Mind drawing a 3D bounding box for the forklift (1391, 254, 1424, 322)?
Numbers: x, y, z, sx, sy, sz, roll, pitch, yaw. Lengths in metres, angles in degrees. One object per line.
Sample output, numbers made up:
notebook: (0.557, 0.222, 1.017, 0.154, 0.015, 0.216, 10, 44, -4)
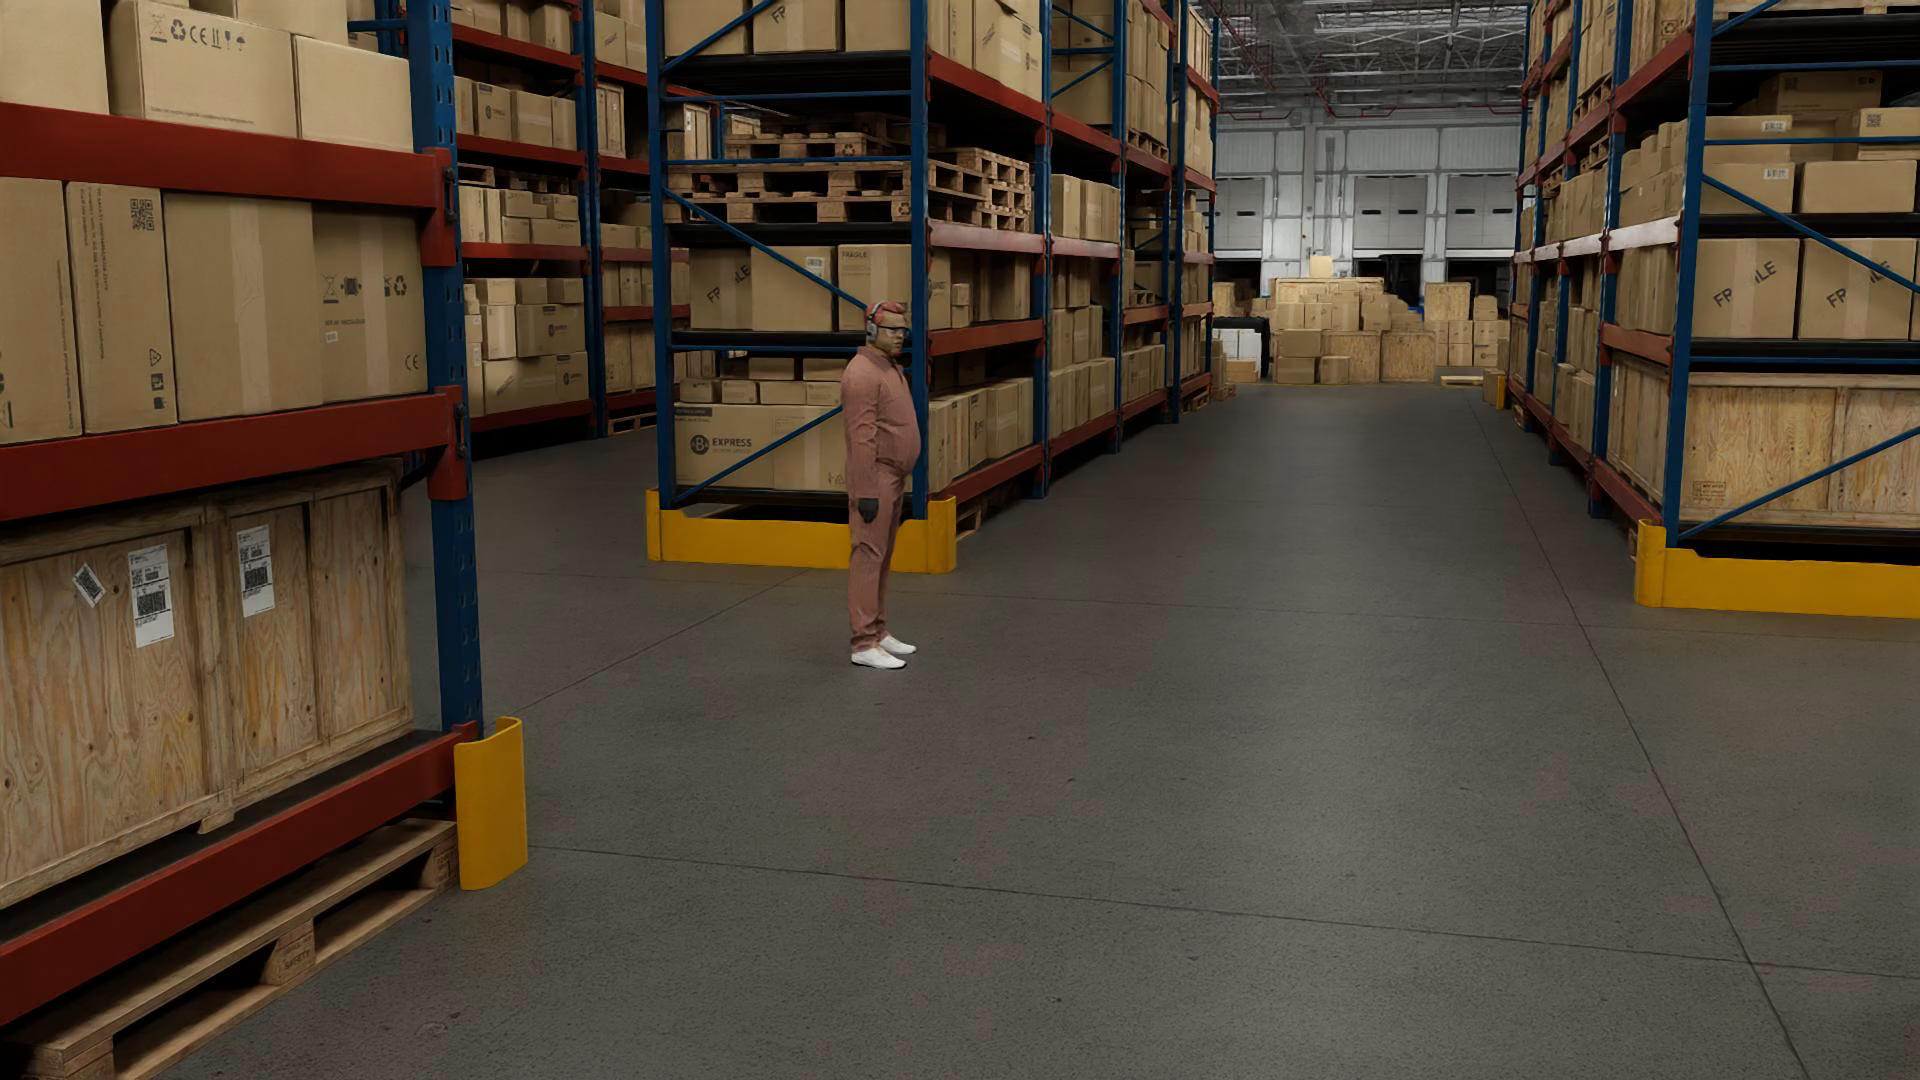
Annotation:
forklift: (14.740, -8.061, 54.986, 1.129, 2.768, 1.873, -2, 9, -11)

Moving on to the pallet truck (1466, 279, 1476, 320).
pallet truck: (18.896, -8.459, 60.307, 1.885, 1.965, 0.823, 5, 10, 31)

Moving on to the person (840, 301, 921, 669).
person: (-0.402, -0.293, 8.732, 0.399, 1.905, 0.642, 2, 9, 10)
